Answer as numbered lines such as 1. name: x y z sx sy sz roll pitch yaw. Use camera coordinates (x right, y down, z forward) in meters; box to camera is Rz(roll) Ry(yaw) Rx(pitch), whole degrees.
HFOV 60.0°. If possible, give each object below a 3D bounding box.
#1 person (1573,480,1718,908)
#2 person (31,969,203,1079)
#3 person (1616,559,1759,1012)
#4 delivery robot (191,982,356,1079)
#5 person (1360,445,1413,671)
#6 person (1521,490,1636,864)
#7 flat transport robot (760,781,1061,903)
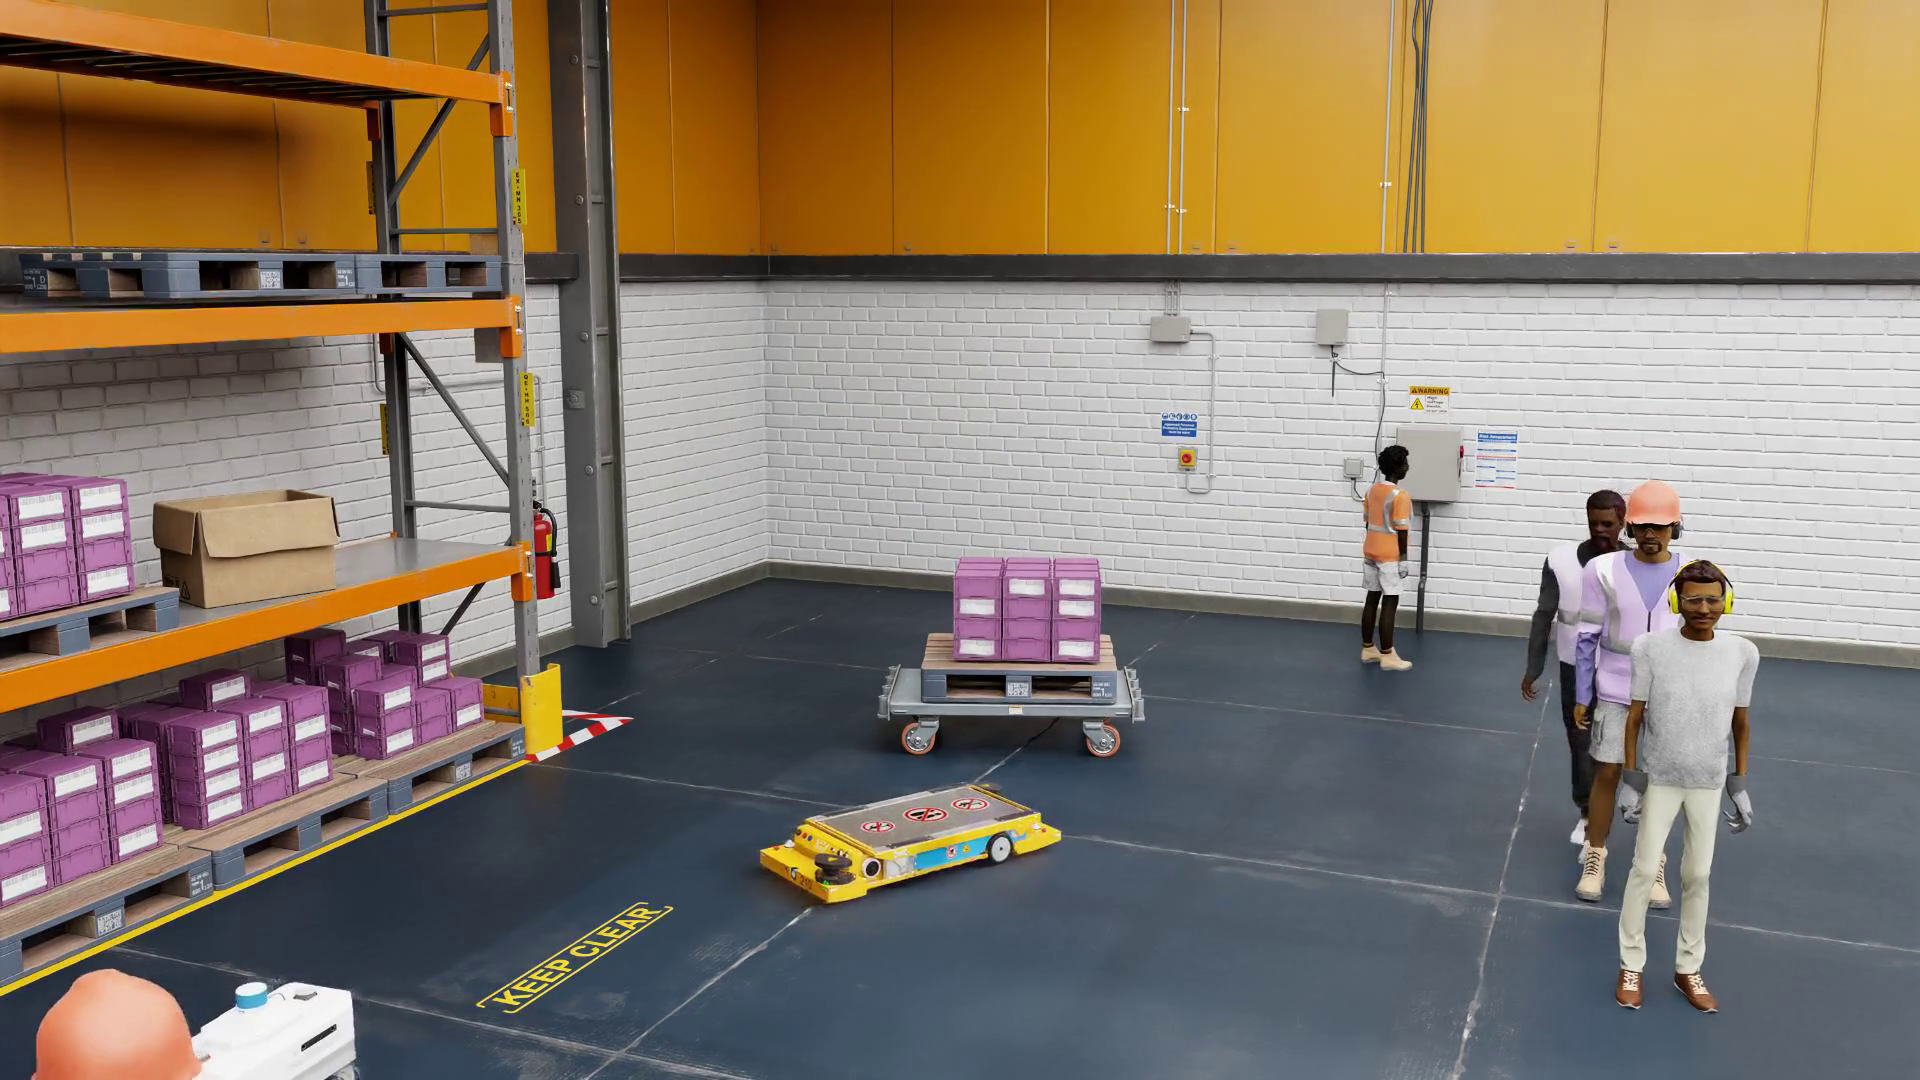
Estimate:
1. person: 3.221 0.731 7.847 0.612 2.041 0.394 3 10 19
2. person: -1.358 1.636 2.833 0.568 1.879 1.002 -9 13 -43
3. person: 2.960 0.995 6.770 0.521 1.873 0.335 2 10 10
4. delivery robot: -2.431 1.774 5.744 0.477 0.478 0.707 3 10 19
5. person: 3.222 0.128 12.548 0.321 1.696 0.536 -3 10 -16
6. person: 3.205 0.695 8.509 0.601 1.893 0.817 7 12 36
7. flat transport robot: -0.237 1.510 8.485 1.431 0.197 0.652 -7 12 -36
